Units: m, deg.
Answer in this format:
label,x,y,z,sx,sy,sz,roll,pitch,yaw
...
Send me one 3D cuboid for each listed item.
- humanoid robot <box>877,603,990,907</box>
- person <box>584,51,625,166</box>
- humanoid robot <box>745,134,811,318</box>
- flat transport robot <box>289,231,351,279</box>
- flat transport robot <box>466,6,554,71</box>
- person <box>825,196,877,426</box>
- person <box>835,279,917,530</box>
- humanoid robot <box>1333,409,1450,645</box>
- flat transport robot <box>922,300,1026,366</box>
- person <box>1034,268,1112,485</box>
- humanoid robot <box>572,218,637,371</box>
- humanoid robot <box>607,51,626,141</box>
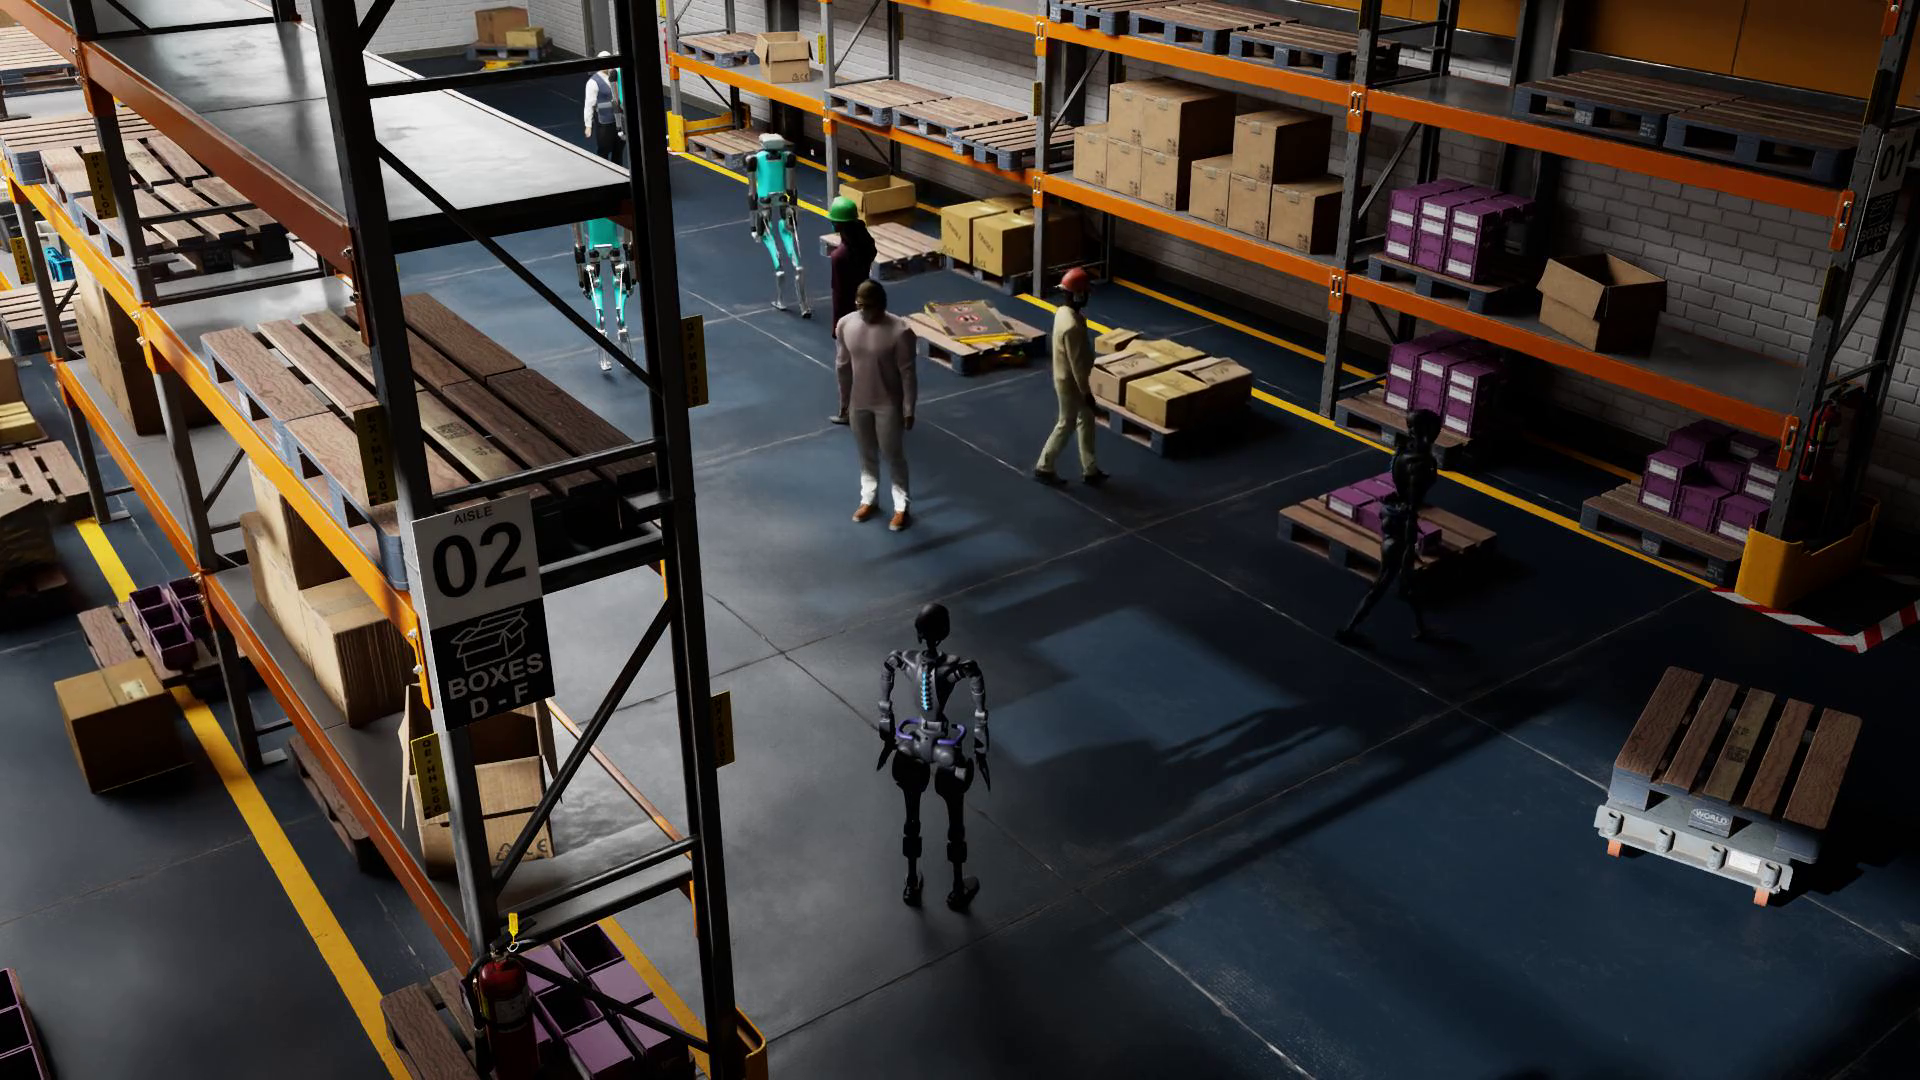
label,x,y,z,sx,sy,sz,roll,pitch,yaw
humanoid robot,-0.141,1.065,8.286,0.599,1.657,0.315,7,27,13
person,-4.329,-5.154,20.579,0.447,1.758,0.758,23,35,38
humanoid robot,-1.729,-3.028,16.487,0.545,1.879,0.801,-16,31,-28
flat transport robot,-7.016,-3.064,18.081,1.431,0.231,0.659,15,31,28
flat transport robot,-7.558,-8.048,27.996,0.659,0.231,1.431,1,27,2
person,-0.908,-1.909,13.930,0.435,1.942,0.486,14,30,25
person,-0.609,-0.996,12.137,0.633,1.924,0.386,12,29,22
humanoid robot,2.828,-0.059,10.570,0.752,1.629,0.584,4,27,9
flat transport robot,0.113,-1.997,15.960,0.659,0.231,1.431,-7,28,-14
person,0.889,-1.235,12.837,0.642,1.733,0.596,2,27,4
humanoid robot,-3.146,-2.298,14.772,0.533,1.681,0.735,-4,27,-7
humanoid robot,-3.888,-5.099,20.347,0.533,1.677,0.735,-20,33,-34
